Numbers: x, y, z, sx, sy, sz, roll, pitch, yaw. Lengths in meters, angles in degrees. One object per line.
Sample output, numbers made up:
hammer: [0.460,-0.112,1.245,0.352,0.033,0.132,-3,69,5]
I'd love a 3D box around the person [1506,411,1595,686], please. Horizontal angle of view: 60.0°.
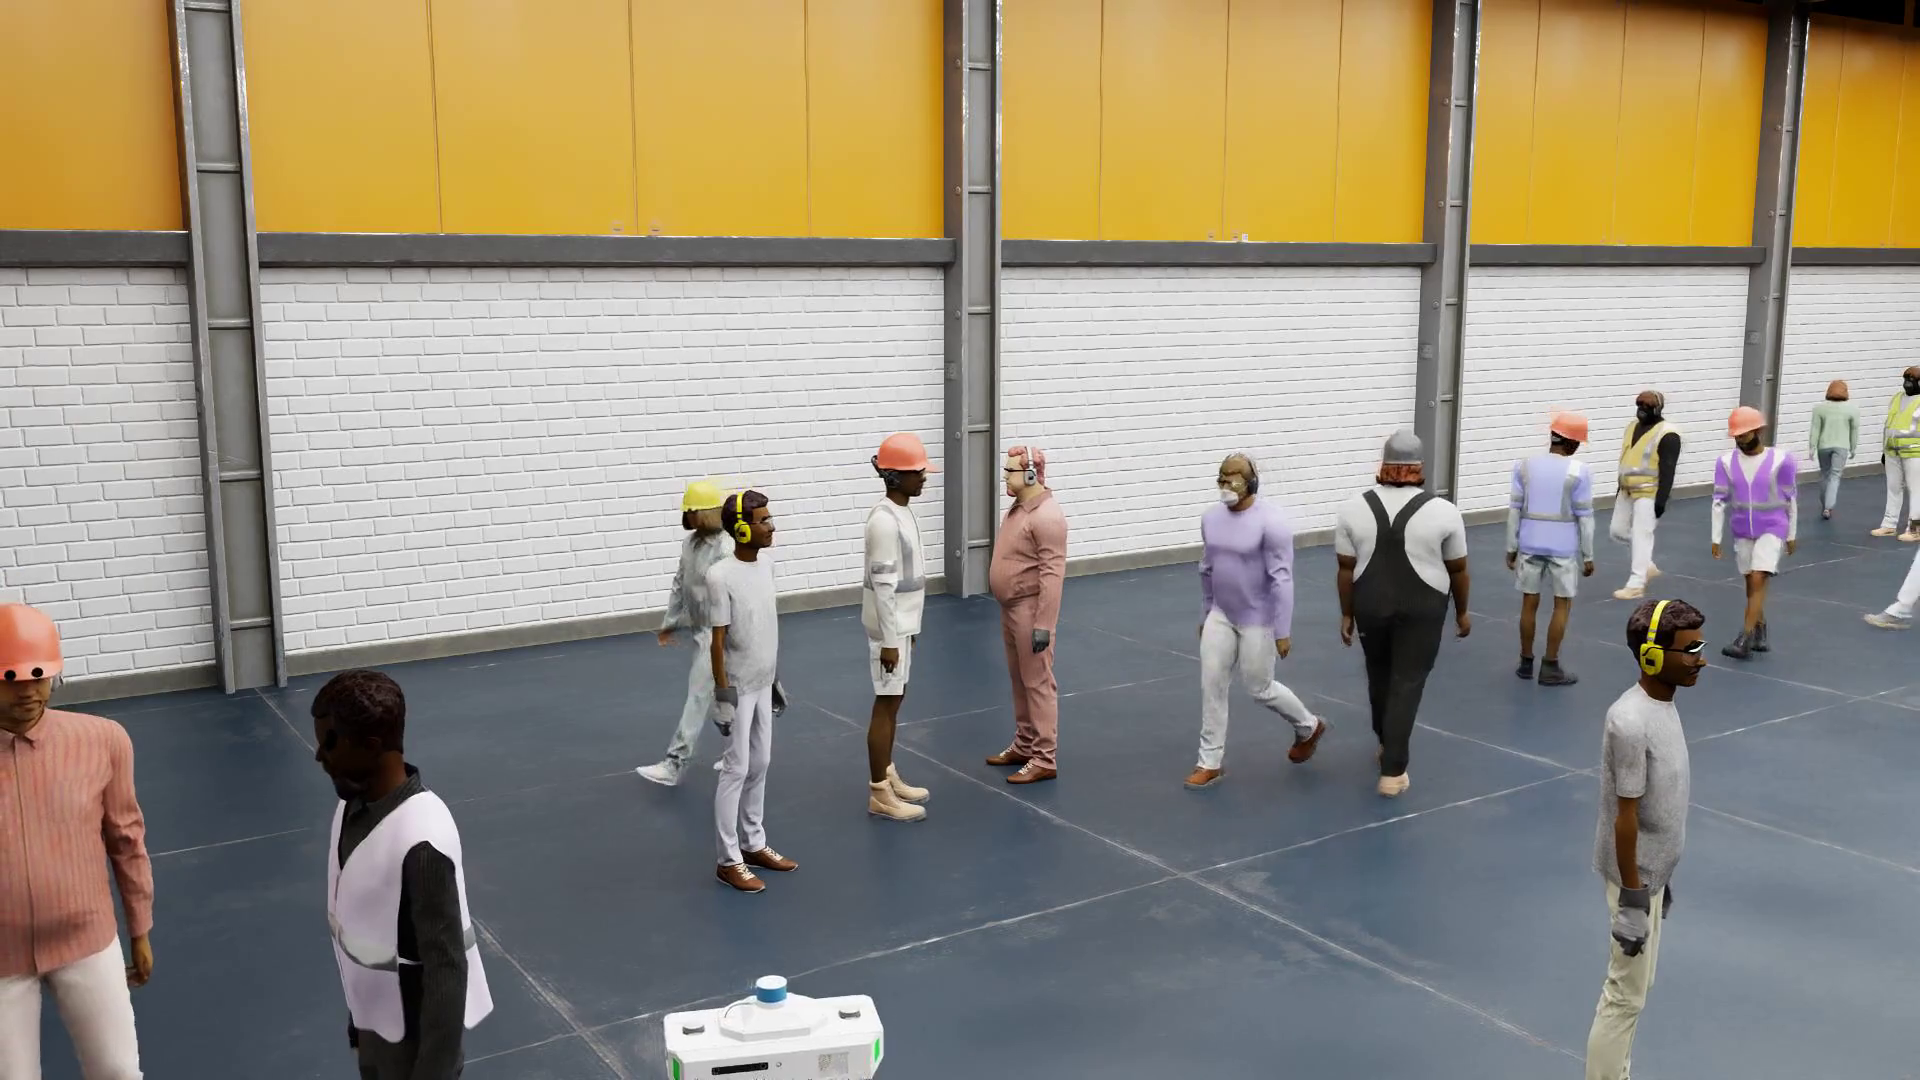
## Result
person: [4.093,0.061,11.541,0.598,1.911,0.475,8,12,39]

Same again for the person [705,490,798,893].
person: [-0.982,0.694,7.819,0.317,1.876,0.531,4,10,24]

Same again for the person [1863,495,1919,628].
person: [7.837,-0.180,13.242,1.007,1.833,0.593,2,10,12]

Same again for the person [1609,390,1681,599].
person: [5.968,-0.402,14.559,0.526,1.829,0.666,-2,10,-14]

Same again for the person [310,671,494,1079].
person: [-1.432,1.260,4.302,0.398,1.913,0.590,-7,12,-35]

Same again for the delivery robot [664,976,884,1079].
delivery robot: [-0.622,1.690,5.511,0.707,0.478,0.477,-2,10,-12]

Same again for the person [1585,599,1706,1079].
person: [2.221,1.104,5.373,0.321,1.871,0.532,6,11,30]

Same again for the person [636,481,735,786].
person: [-1.499,0.524,9.370,0.851,1.705,0.496,-7,11,-34]

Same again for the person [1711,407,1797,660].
person: [5.845,-0.050,12.315,0.988,1.870,0.550,-9,13,-44]

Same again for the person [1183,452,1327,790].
person: [1.656,0.434,9.342,0.858,1.903,0.660,-7,12,-37]

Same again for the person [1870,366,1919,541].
person: [10.028,-0.916,17.619,0.429,1.847,0.627,-3,10,-20]

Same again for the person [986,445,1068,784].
person: [0.364,0.414,9.418,0.408,1.906,0.652,-3,10,-16]

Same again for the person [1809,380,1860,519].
person: [10.049,-1.050,19.168,0.487,1.593,0.845,7,12,37]

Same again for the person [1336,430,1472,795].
person: [2.518,0.350,9.398,0.698,2.000,1.001,6,11,30]

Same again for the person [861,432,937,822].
person: [-0.316,0.449,8.795,0.397,2.043,0.609,1,9,7]

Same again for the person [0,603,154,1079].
person: [-2.603,1.160,4.690,0.636,1.989,0.457,-7,12,-35]
